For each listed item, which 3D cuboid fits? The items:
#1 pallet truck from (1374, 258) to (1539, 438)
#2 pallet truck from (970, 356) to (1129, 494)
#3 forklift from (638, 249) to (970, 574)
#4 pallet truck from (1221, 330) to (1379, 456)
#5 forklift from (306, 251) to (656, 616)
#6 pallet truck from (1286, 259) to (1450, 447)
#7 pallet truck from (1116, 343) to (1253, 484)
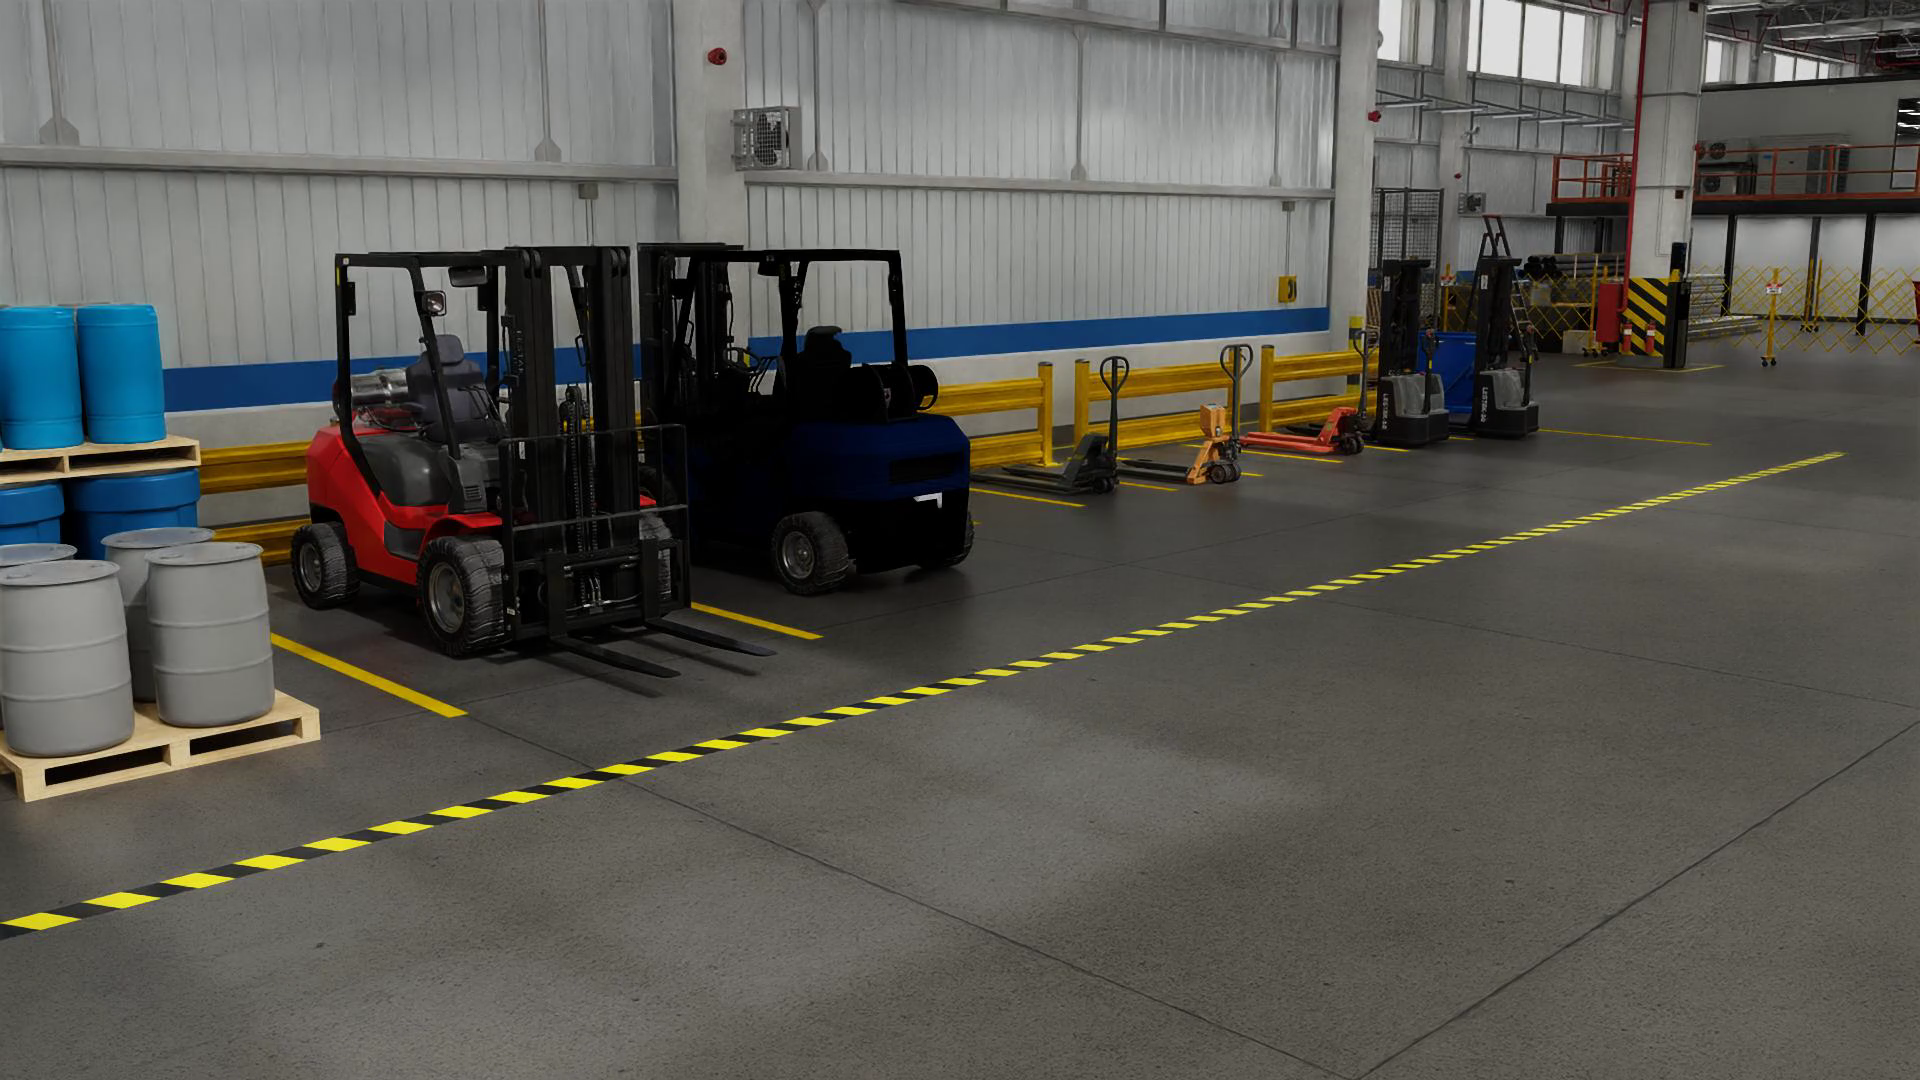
[{"bbox_3d":[5.704,-2.208,18.901,1.885,1.965,0.823,10,14,43],"label":"pallet truck"},{"bbox_3d":[0.784,-1.085,14.876,0.680,1.201,1.601,-10,14,-44],"label":"pallet truck"},{"bbox_3d":[-1.173,-0.958,11.239,2.680,1.987,1.157,10,14,43],"label":"forklift"},{"bbox_3d":[3.563,-1.581,17.381,0.653,1.274,1.630,-10,14,-44],"label":"pallet truck"},{"bbox_3d":[-2.833,-0.669,9.694,1.157,1.987,2.680,-10,14,-44],"label":"forklift"},{"bbox_3d":[4.493,-2.078,18.196,0.823,1.965,1.885,-9,14,-40],"label":"pallet truck"},{"bbox_3d":[1.962,-1.215,15.415,1.522,1.261,0.704,10,14,43],"label":"pallet truck"}]
